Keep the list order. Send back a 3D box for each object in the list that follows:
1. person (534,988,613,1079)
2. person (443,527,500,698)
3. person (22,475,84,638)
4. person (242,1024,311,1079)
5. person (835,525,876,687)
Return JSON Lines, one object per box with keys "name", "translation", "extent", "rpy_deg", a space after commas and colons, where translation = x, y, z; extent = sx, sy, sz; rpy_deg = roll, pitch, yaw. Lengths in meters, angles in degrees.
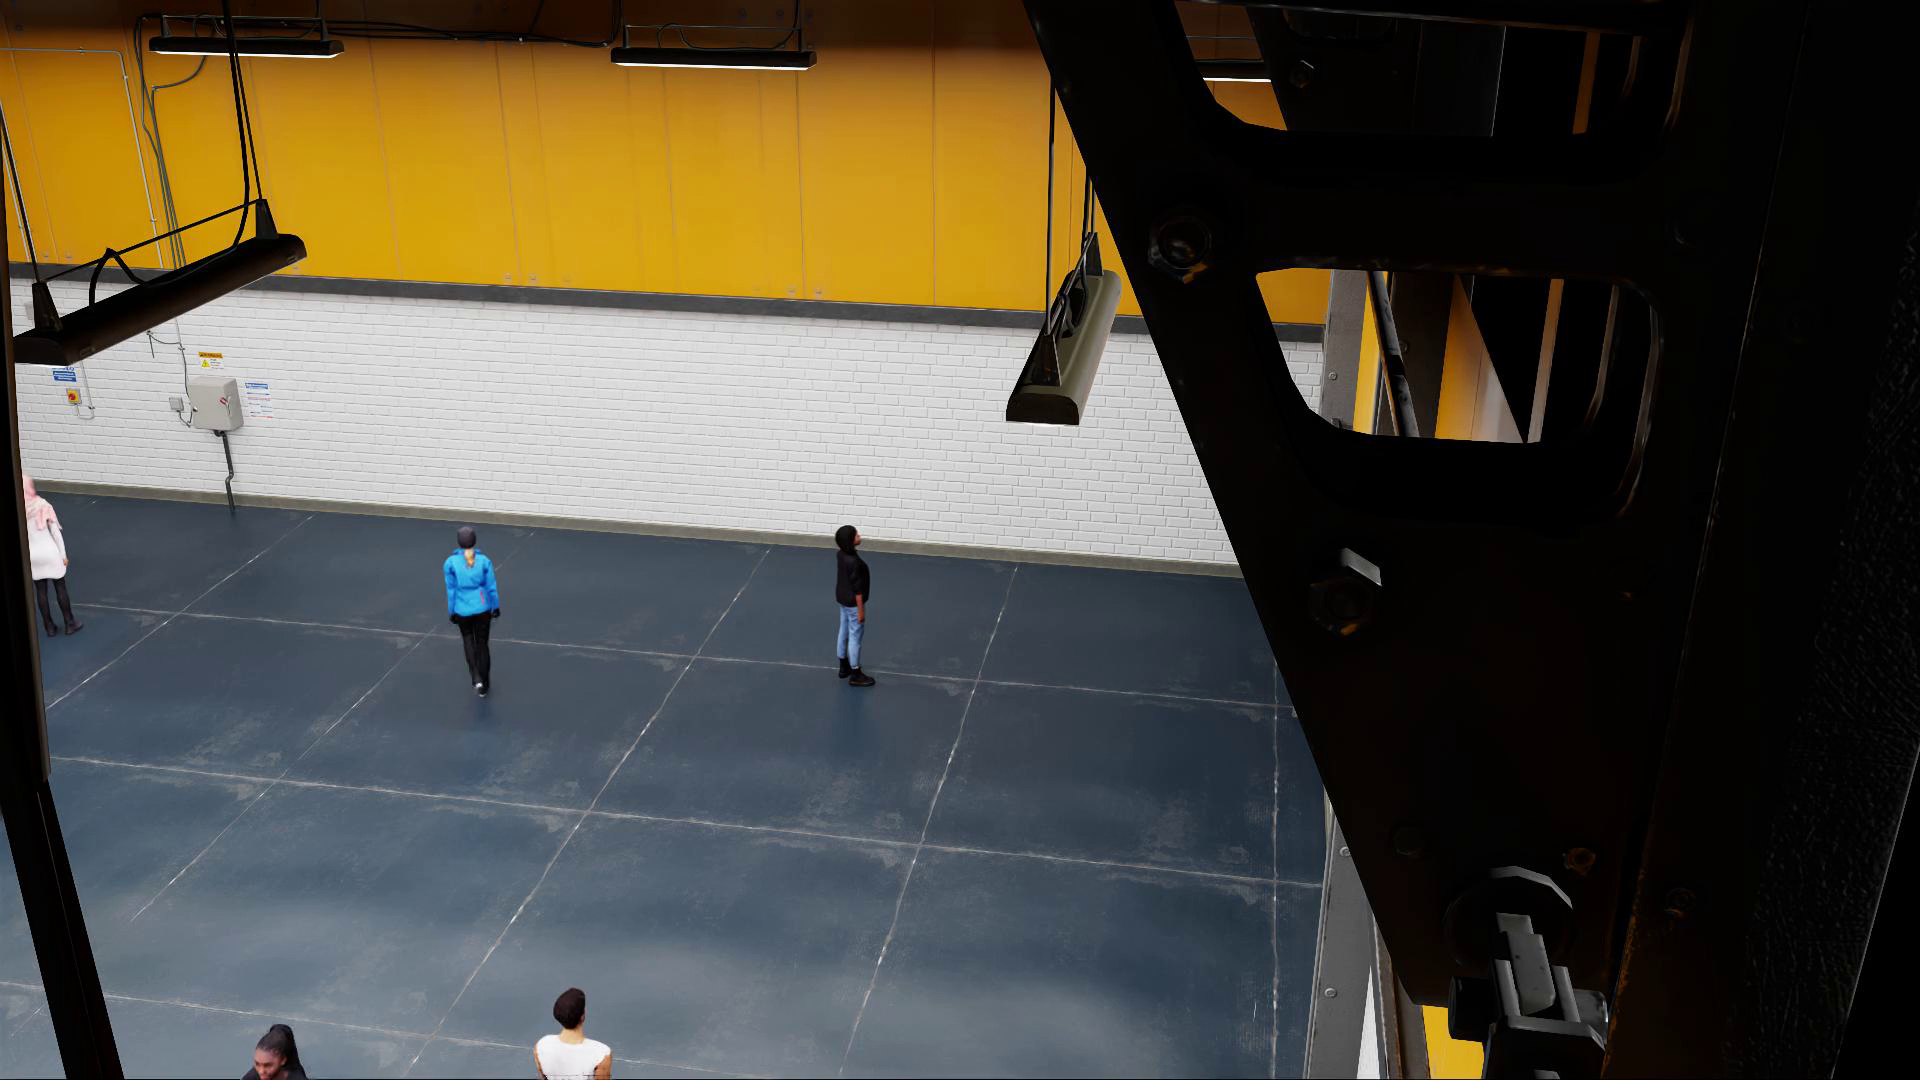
{"name": "person", "translation": [-2.324, 3.524, 9.969], "extent": [0.633, 1.756, 1.107], "rpy_deg": [4, 24, 9]}
{"name": "person", "translation": [-4.779, 0.743, 16.299], "extent": [0.714, 1.782, 0.716], "rpy_deg": [-4, 24, -9]}
{"name": "person", "translation": [-9.706, 0.165, 17.594], "extent": [0.709, 1.803, 0.701], "rpy_deg": [-4, 24, -10]}
{"name": "person", "translation": [-3.952, 3.593, 9.887], "extent": [0.675, 1.694, 1.178], "rpy_deg": [7, 24, 15]}
{"name": "person", "translation": [-1.091, 0.641, 16.632], "extent": [0.724, 1.701, 0.651], "rpy_deg": [-13, 27, -27]}
